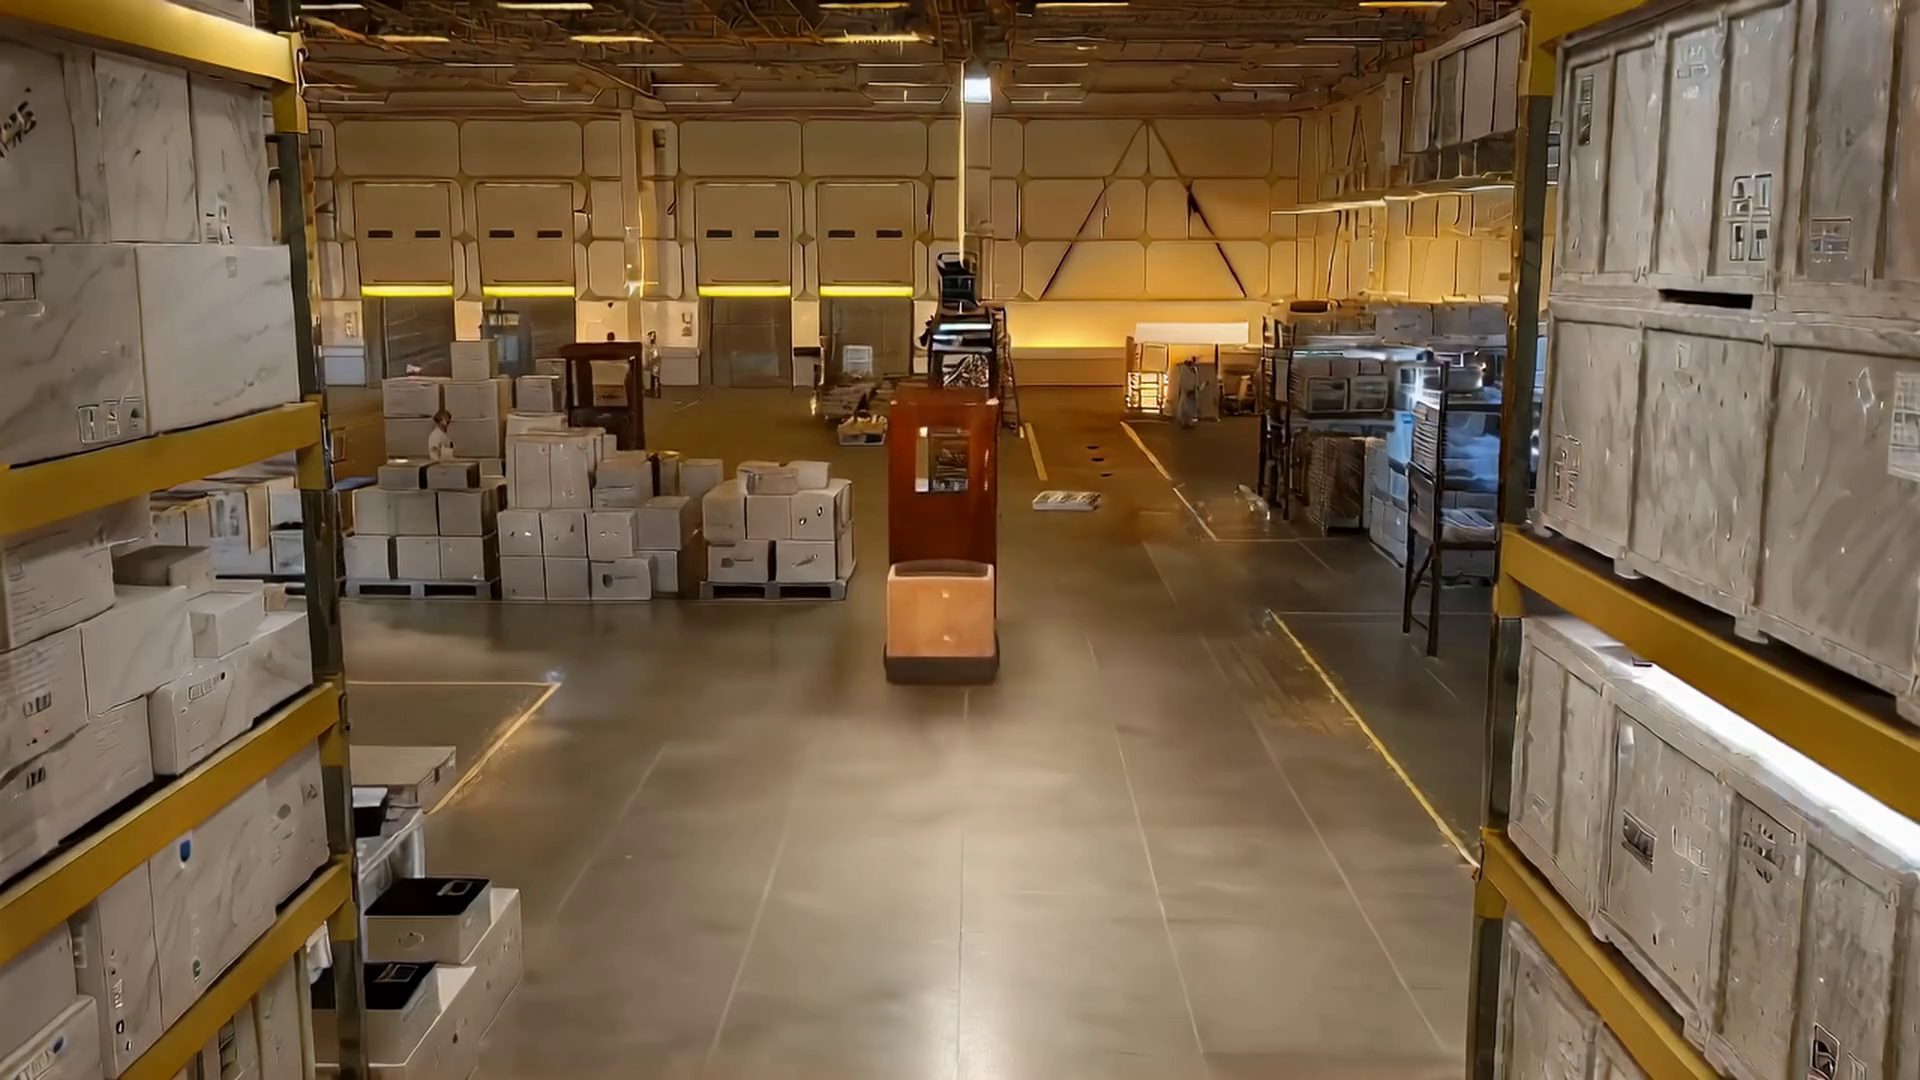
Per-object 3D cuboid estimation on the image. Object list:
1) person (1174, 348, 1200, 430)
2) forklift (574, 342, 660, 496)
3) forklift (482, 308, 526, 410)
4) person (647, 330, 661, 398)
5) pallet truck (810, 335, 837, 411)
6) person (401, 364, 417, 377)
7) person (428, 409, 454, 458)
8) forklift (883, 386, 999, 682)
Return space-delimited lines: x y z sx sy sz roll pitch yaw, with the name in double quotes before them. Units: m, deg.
"person" 5.329 -3.499 38.679 0.446 1.922 0.640 6 11 29
"forklift" -5.084 -1.487 24.283 1.129 2.768 1.873 0 10 1
"forklift" -10.700 -4.063 39.144 1.129 2.768 1.873 -3 10 -15
"person" -8.730 -5.005 47.330 0.544 1.929 0.399 9 14 43
"pallet truck" -3.021 -4.312 43.126 1.885 1.965 0.823 3 10 17
"person" -10.828 -2.521 33.012 0.437 1.918 0.554 -3 10 -19
"person" -7.311 -0.889 23.549 0.373 1.939 0.628 -1 10 -6
"forklift" -0.179 -0.133 16.472 1.129 2.768 1.873 0 10 1
